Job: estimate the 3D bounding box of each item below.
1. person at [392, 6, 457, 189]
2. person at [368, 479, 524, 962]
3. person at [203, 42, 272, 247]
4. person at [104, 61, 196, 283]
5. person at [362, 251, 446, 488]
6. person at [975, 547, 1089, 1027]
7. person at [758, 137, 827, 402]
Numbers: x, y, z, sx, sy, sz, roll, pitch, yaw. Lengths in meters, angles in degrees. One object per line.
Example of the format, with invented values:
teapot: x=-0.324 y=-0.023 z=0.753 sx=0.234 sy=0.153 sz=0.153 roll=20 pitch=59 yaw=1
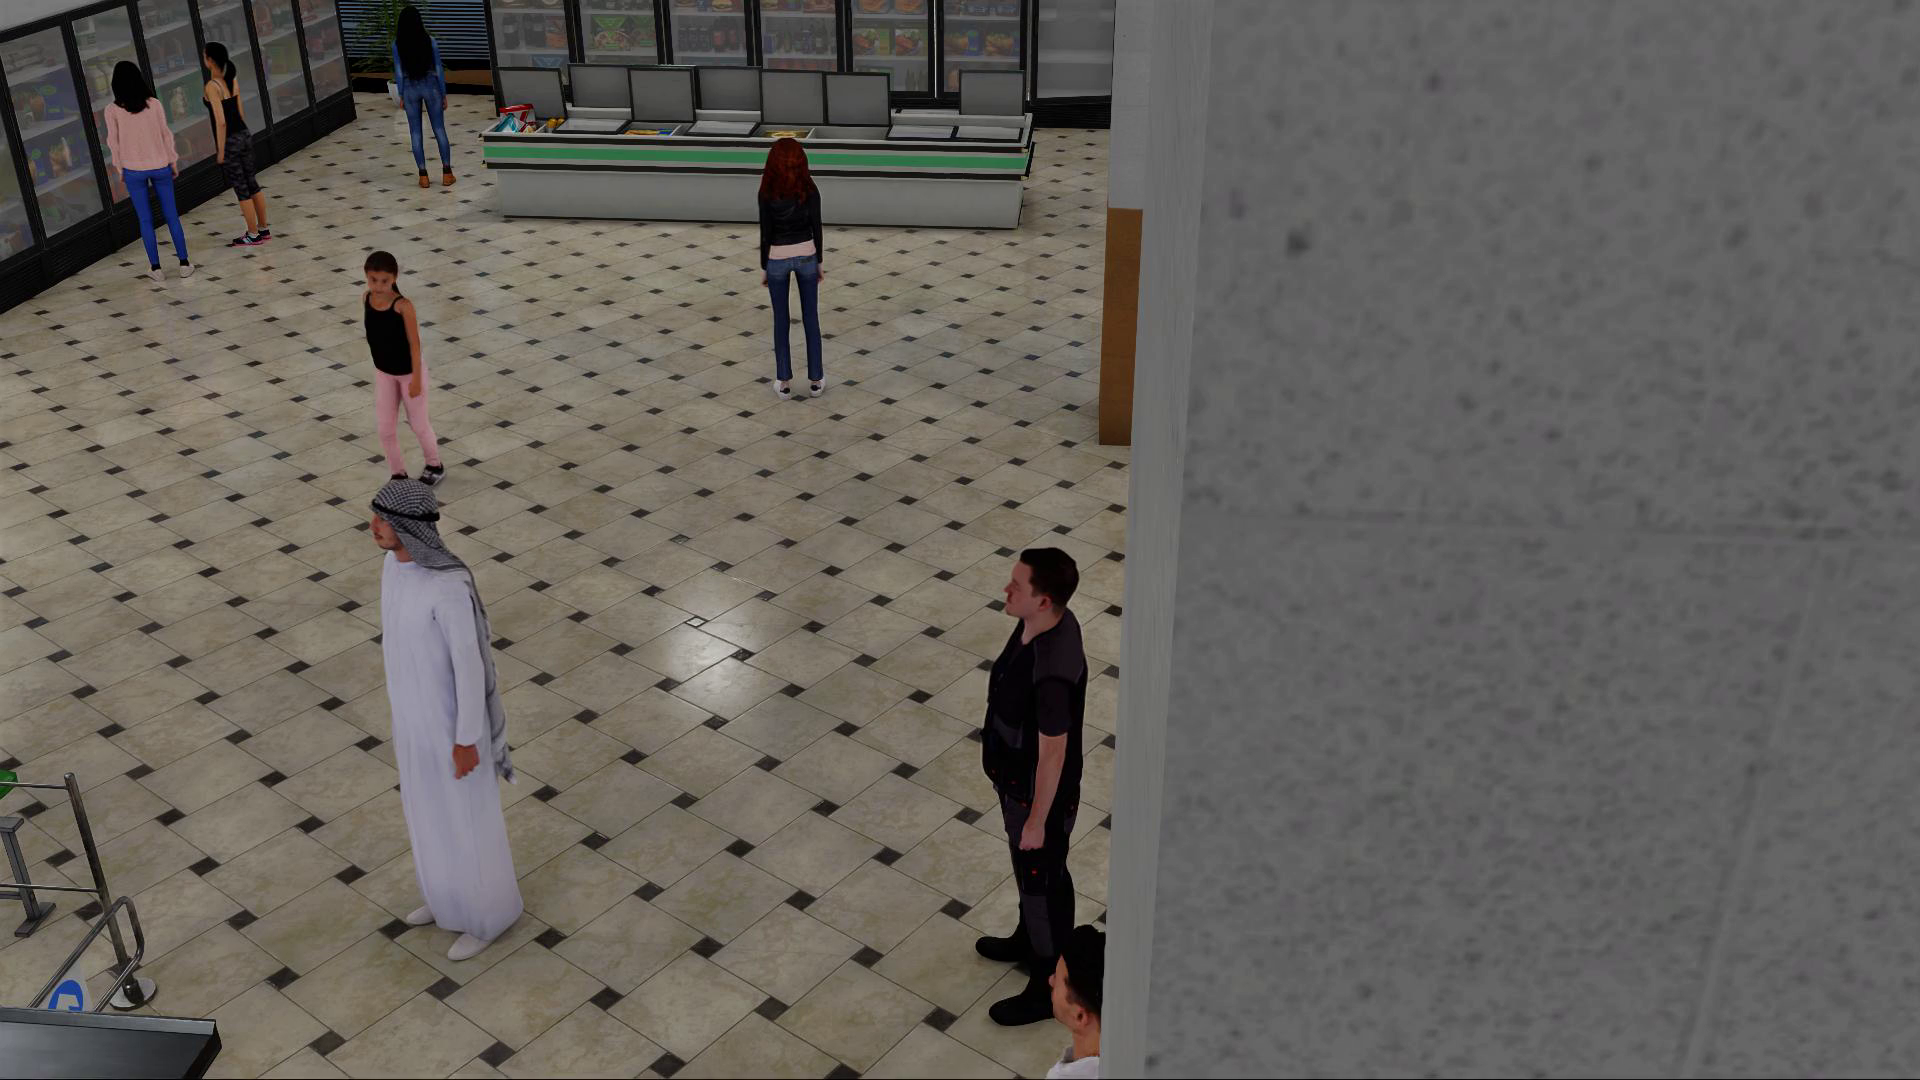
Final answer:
person: x=-5.214 y=-4.296 z=16.138 sx=0.572 sy=1.712 sz=0.725 roll=-7 pitch=28 yaw=-13
person: x=-1.915 y=0.652 z=6.145 sx=0.783 sy=1.927 sz=0.860 roll=24 pitch=35 yaw=38
person: x=-6.280 y=-3.428 z=14.409 sx=0.555 sy=1.730 sz=0.582 roll=5 pitch=27 yaw=10
person: x=-6.598 y=-2.991 z=13.503 sx=0.680 sy=1.769 sz=0.791 roll=-14 pitch=30 yaw=-25
person: x=-3.288 y=-0.993 z=9.836 sx=0.689 sy=1.522 sz=0.645 roll=10 pitch=29 yaw=20
person: x=0.272 y=0.851 z=5.840 sx=0.652 sy=1.846 sz=0.753 roll=-3 pitch=27 yaw=-5
person: x=-1.128 y=-1.816 z=11.165 sx=0.552 sy=1.787 sz=0.698 roll=-5 pitch=27 yaw=-9
